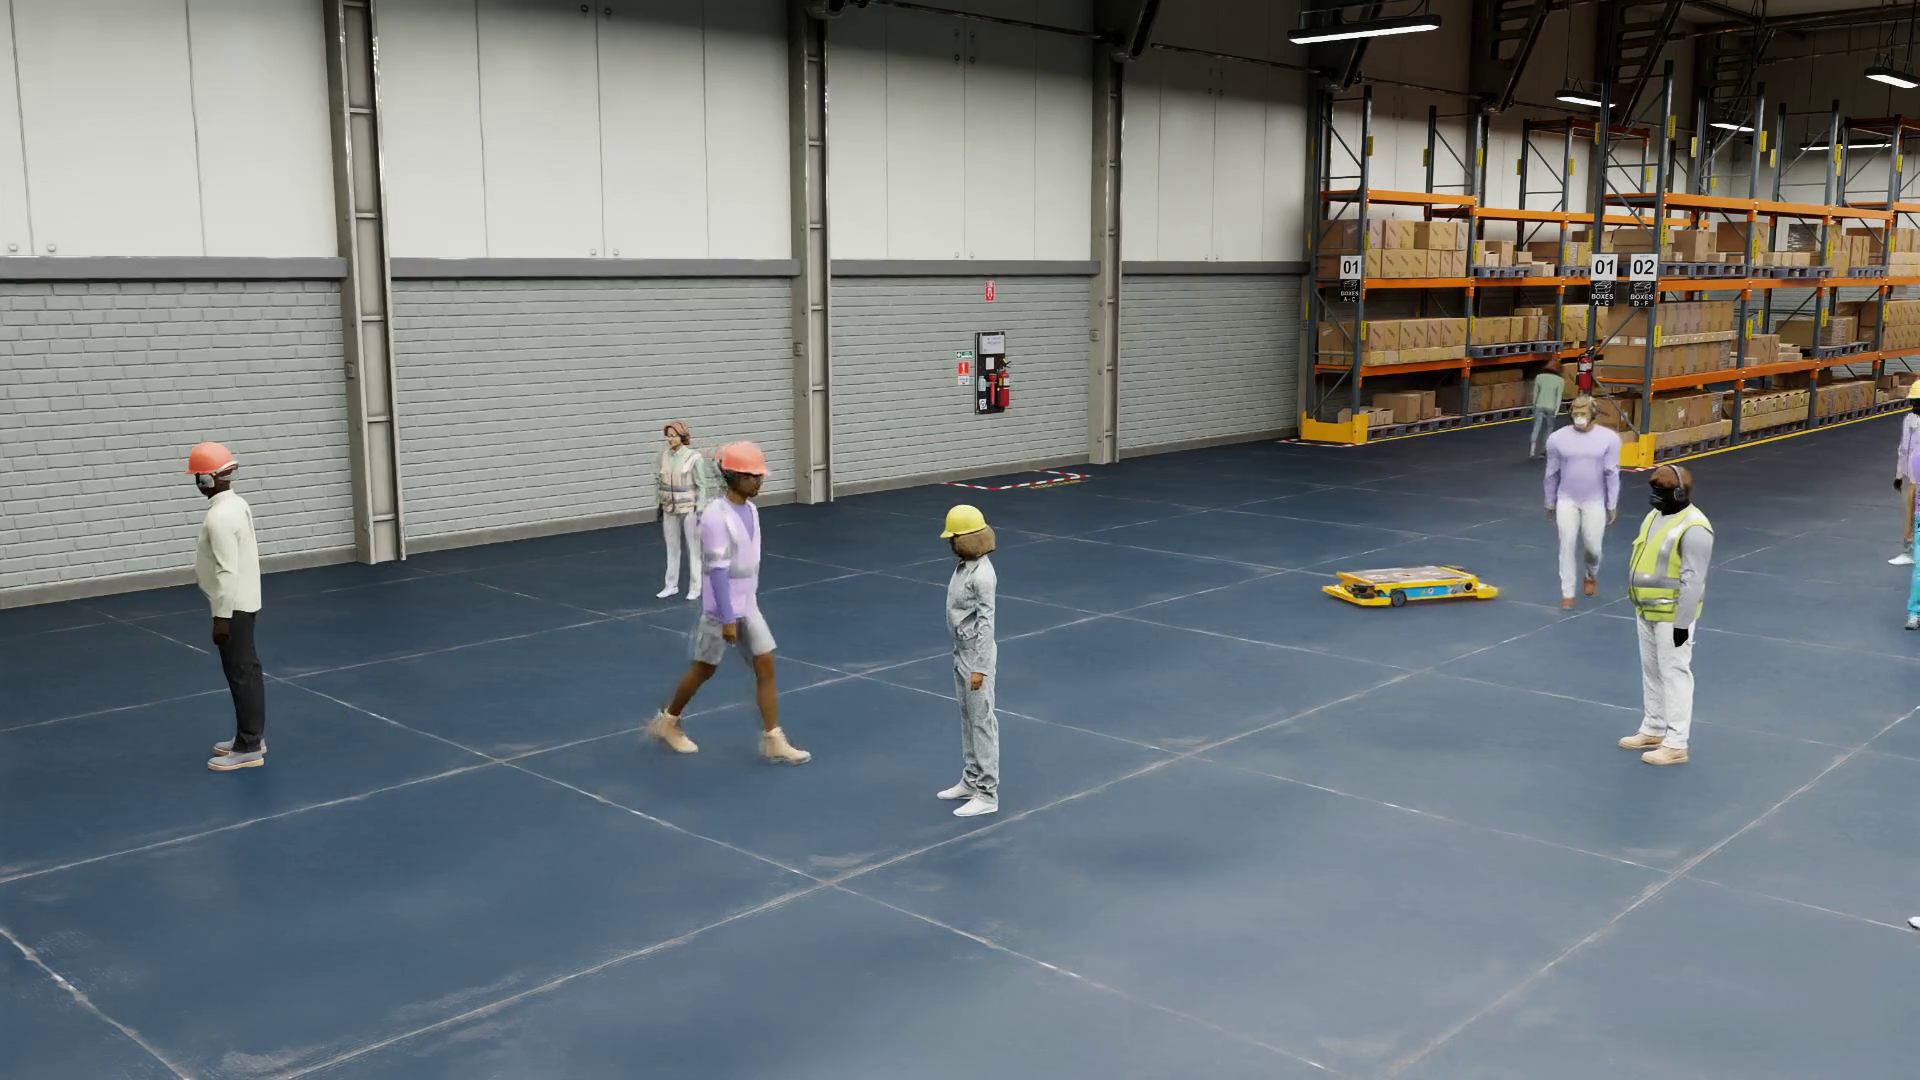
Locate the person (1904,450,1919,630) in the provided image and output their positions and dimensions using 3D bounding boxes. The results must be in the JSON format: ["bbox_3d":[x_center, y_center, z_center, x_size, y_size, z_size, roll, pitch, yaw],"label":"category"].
[{"bbox_3d":[8.343,-0.163,14.123,0.567,1.792,0.971,8,12,39],"label":"person"}]

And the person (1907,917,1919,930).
[{"bbox_3d":[4.698,0.866,7.477,0.588,1.906,0.599,0,9,-3],"label":"person"}]

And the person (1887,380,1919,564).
[{"bbox_3d":[9.770,-0.678,16.900,0.474,1.912,0.588,-1,9,-7],"label":"person"}]

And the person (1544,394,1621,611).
[{"bbox_3d":[5.517,-0.342,14.794,0.640,1.922,0.531,4,10,25],"label":"person"}]

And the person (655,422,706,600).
[{"bbox_3d":[-2.553,-0.268,15.203,0.514,1.640,0.315,4,10,24],"label":"person"}]

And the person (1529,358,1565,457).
[{"bbox_3d":[9.298,-2.085,26.386,0.523,1.600,0.678,6,11,34],"label":"person"}]

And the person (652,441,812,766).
[{"bbox_3d":[-1.443,0.381,10.203,1.052,1.998,0.612,4,10,23],"label":"person"}]

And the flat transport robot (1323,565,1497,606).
[{"bbox_3d":[4.122,0.409,15.239,1.431,0.197,0.652,-3,10,-18],"label":"flat transport robot"}]

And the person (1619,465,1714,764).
[{"bbox_3d":[4.339,0.450,10.250,0.428,1.836,0.626,-1,9,-3],"label":"person"}]

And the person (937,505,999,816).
[{"bbox_3d":[0.044,0.662,9.250,0.307,1.736,0.484,-2,10,-14],"label":"person"}]

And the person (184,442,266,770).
[{"bbox_3d":[-4.443,0.396,10.090,0.392,1.991,0.613,-2,10,-13],"label":"person"}]
